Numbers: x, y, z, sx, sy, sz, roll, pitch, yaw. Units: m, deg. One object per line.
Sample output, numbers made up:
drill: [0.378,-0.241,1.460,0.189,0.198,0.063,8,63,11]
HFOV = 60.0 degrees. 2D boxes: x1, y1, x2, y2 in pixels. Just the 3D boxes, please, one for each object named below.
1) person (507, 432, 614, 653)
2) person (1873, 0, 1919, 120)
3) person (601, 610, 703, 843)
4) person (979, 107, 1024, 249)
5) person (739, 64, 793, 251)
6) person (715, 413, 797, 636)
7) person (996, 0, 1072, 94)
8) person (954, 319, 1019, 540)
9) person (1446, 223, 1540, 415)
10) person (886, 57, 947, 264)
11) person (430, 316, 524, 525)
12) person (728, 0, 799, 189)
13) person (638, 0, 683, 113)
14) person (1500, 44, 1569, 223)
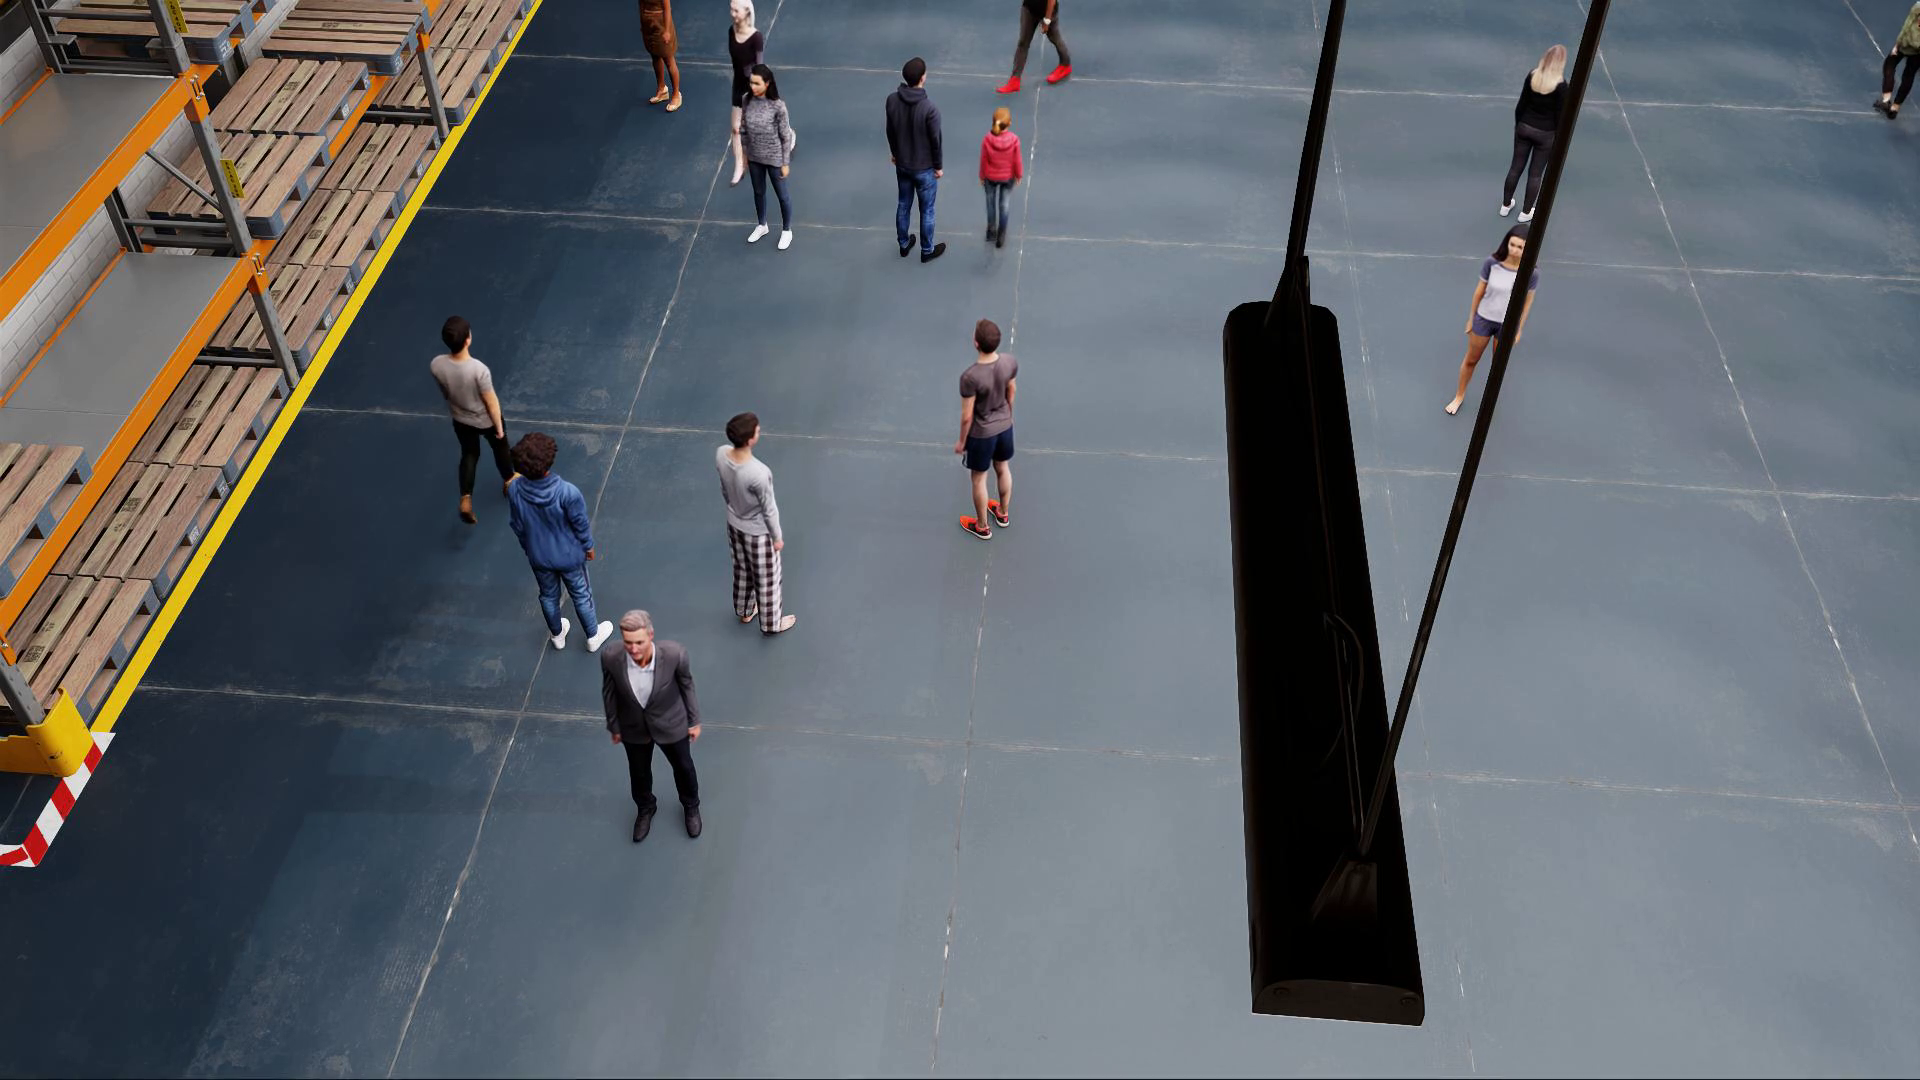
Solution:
person: [-2.676,0.034,10.991,0.677,1.809,0.549,5,44,5]
person: [9.394,-4.810,16.324,0.596,1.466,0.550,4,44,4]
person: [-1.821,1.082,9.867,0.756,1.842,0.656,-3,44,-3]
person: [0.344,-3.177,14.726,0.528,1.305,0.546,3,44,4]
person: [-1.694,-3.388,14.638,0.674,1.732,0.633,17,46,17]
person: [-1.390,-0.098,11.101,0.703,1.848,0.726,31,52,28]
person: [0.899,-5.363,16.691,1.207,1.761,1.172,-27,50,-26]
person: [0.202,-0.780,11.814,0.730,1.853,0.774,-27,50,-25]
person: [4.149,-1.688,12.853,0.643,1.734,0.613,16,46,16]
person: [-0.390,-3.274,14.401,0.750,1.895,0.719,20,47,20]
person: [-3.540,-0.846,11.993,0.652,1.701,0.994,8,44,8]
person: [-1.864,-4.212,15.462,0.953,1.788,1.240,23,48,22]
person: [-2.986,-5.063,16.428,0.646,1.690,0.679,32,52,29]
person: [5.174,-3.653,14.950,0.692,1.686,0.728,33,53,30]
